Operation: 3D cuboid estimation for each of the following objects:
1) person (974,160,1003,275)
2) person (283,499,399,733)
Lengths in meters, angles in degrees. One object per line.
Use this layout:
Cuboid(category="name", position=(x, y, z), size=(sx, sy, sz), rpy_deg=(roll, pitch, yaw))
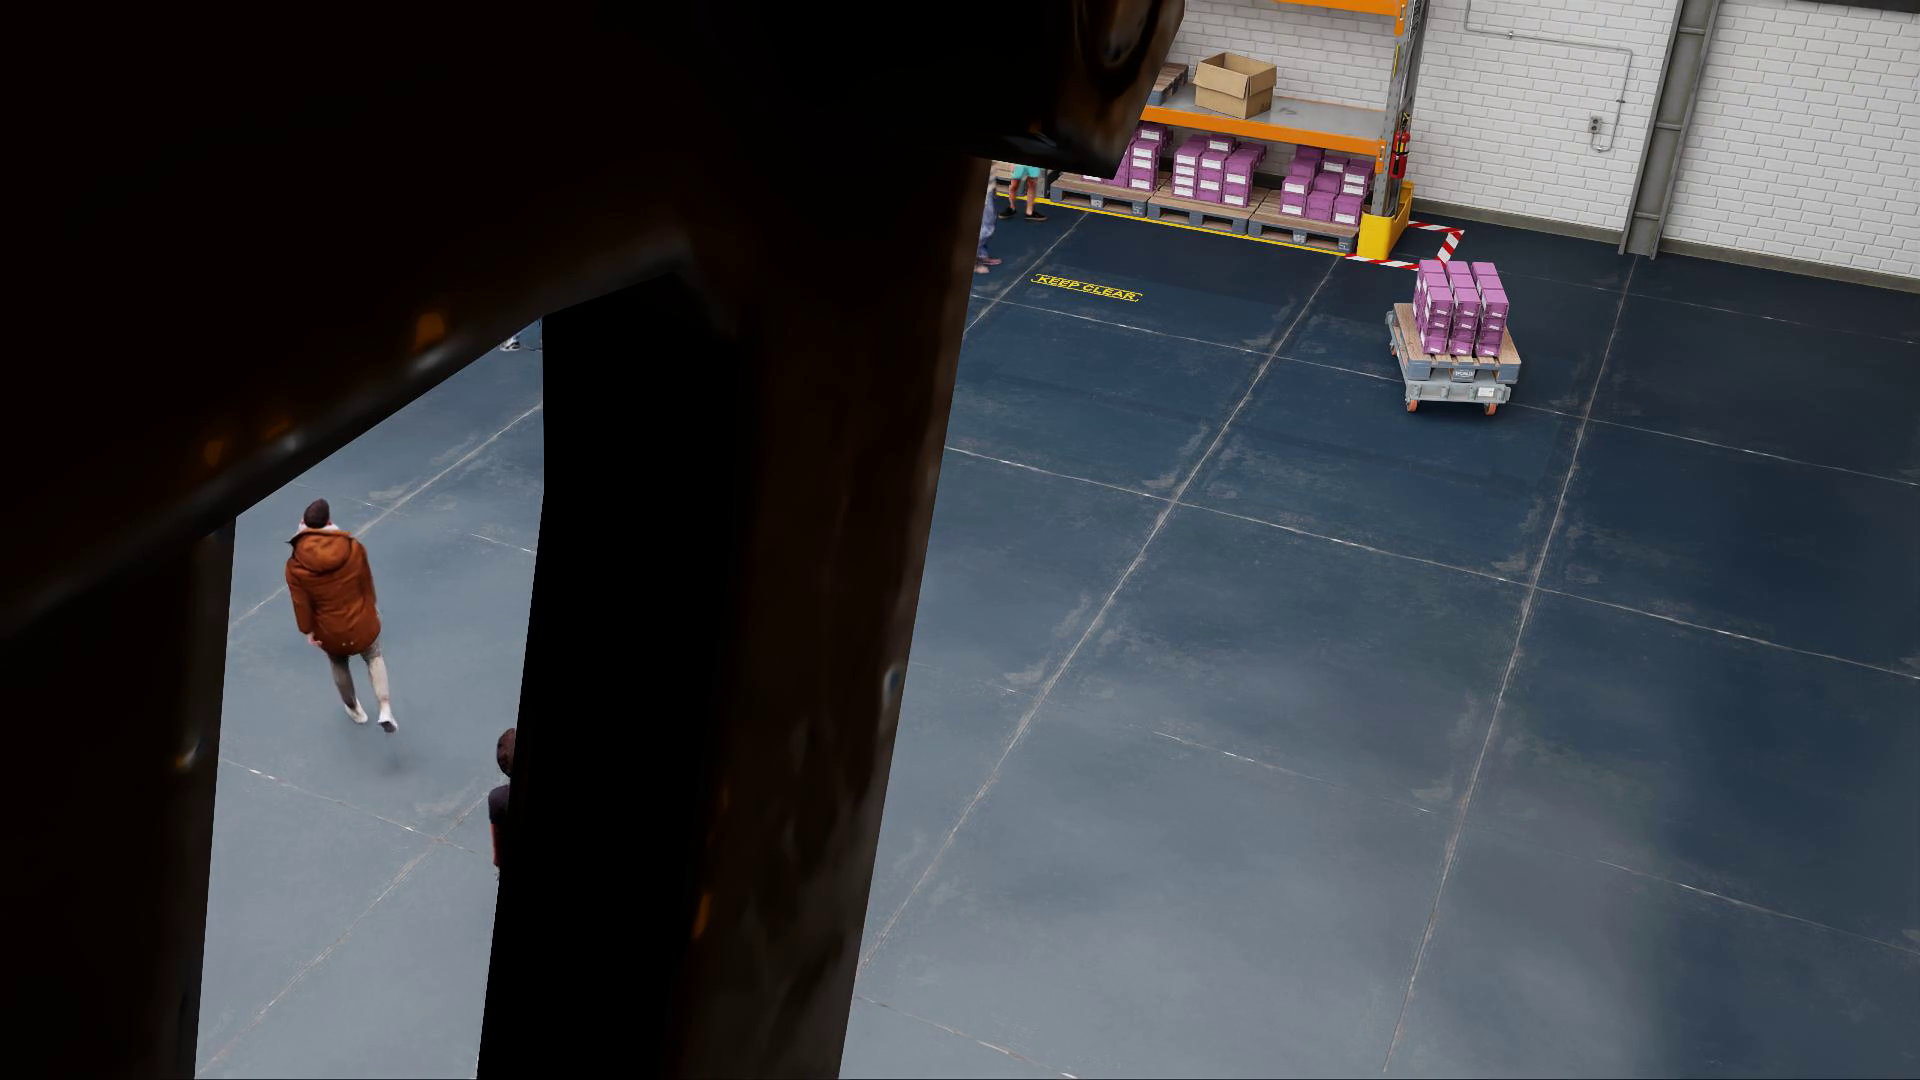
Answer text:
Cuboid(category="person", position=(0.224, -3.758, 17.754), size=(0.652, 1.845, 0.717), rpy_deg=(7, 34, 11))
Cuboid(category="person", position=(-4.140, 0.586, 11.242), size=(0.992, 1.818, 1.101), rpy_deg=(-19, 38, -26))
